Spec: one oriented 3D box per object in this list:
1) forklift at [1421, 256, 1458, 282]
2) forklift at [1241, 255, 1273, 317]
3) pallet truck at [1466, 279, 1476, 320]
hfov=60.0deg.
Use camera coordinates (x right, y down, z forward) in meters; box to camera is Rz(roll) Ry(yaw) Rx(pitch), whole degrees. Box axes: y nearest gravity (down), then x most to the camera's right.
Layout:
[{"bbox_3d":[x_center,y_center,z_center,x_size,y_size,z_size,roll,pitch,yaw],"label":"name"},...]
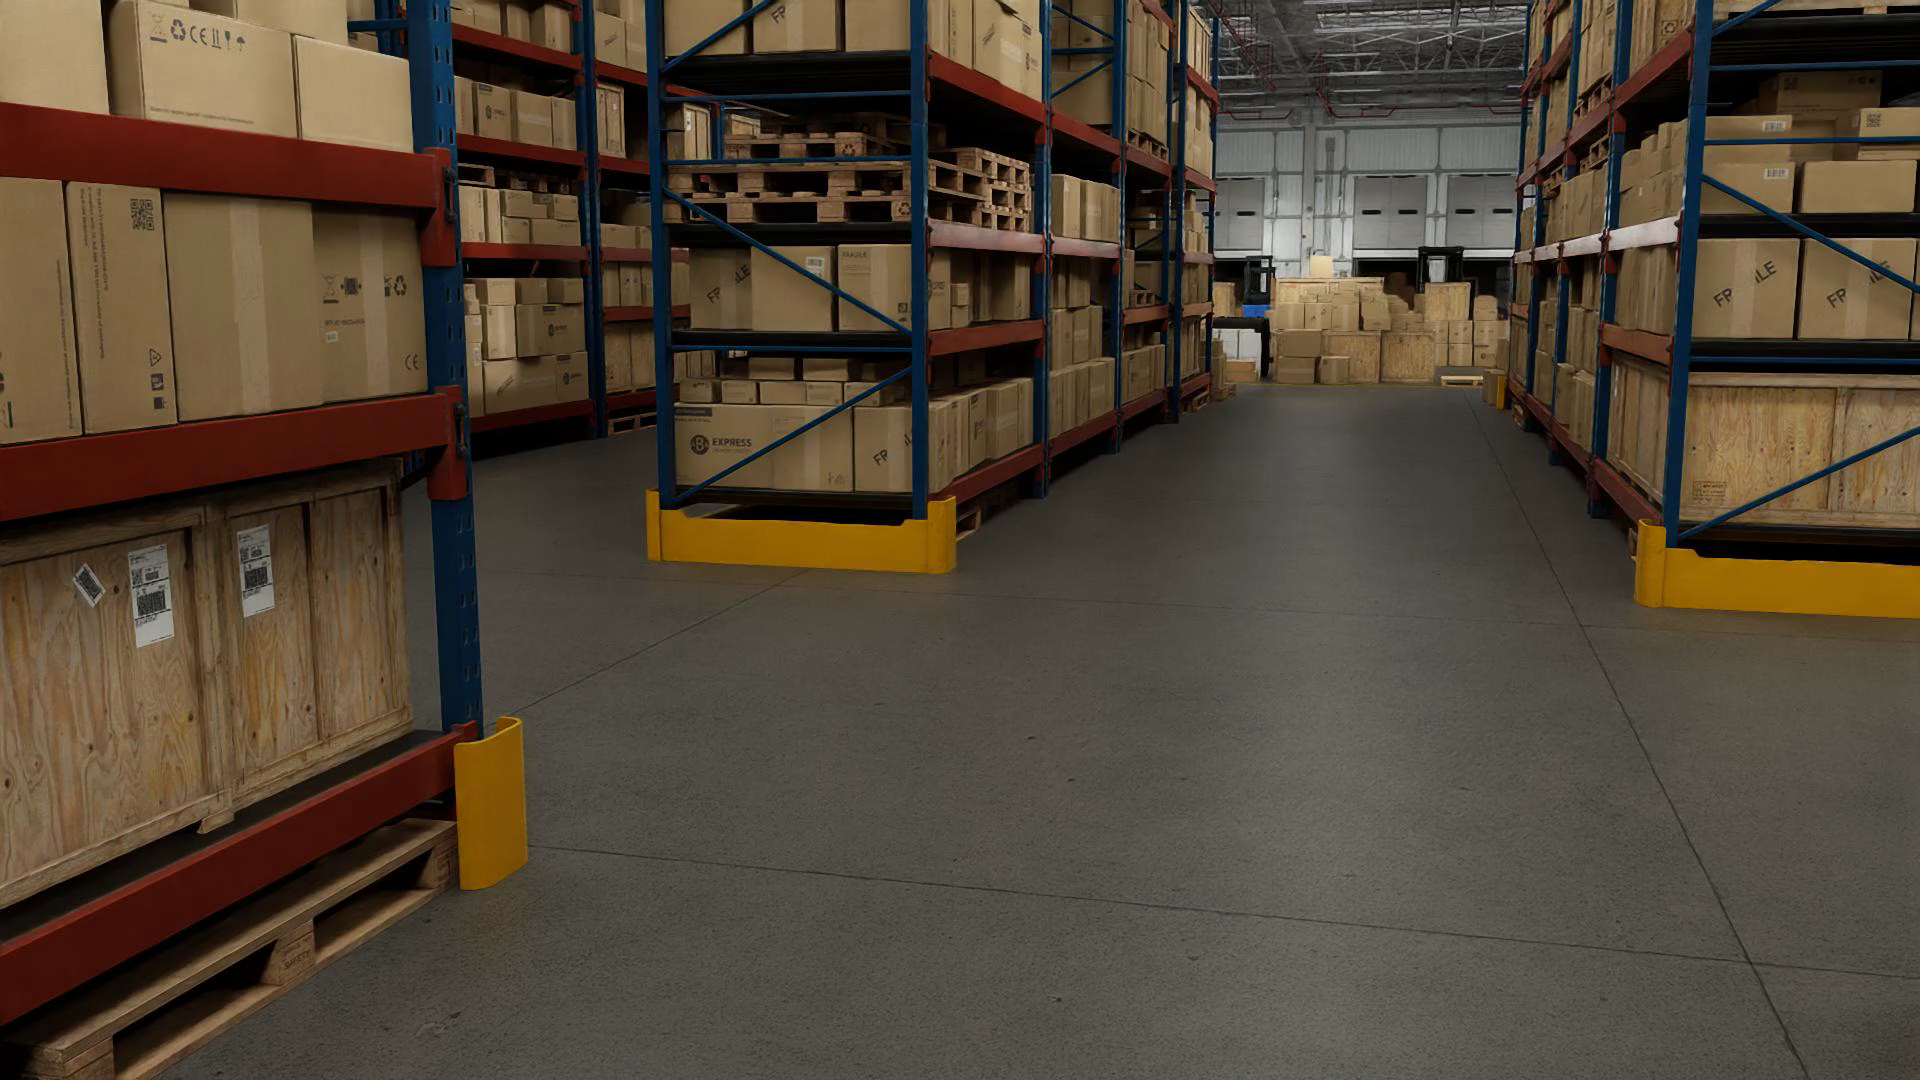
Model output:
[{"bbox_3d":[12.201,-6.084,42.428,1.129,2.768,1.873,2,9,15],"label":"forklift"},{"bbox_3d":[10.551,-8.662,58.805,1.129,2.768,1.873,2,9,15],"label":"forklift"},{"bbox_3d":[18.896,-8.459,60.307,1.885,1.965,0.823,5,10,31],"label":"pallet truck"}]
